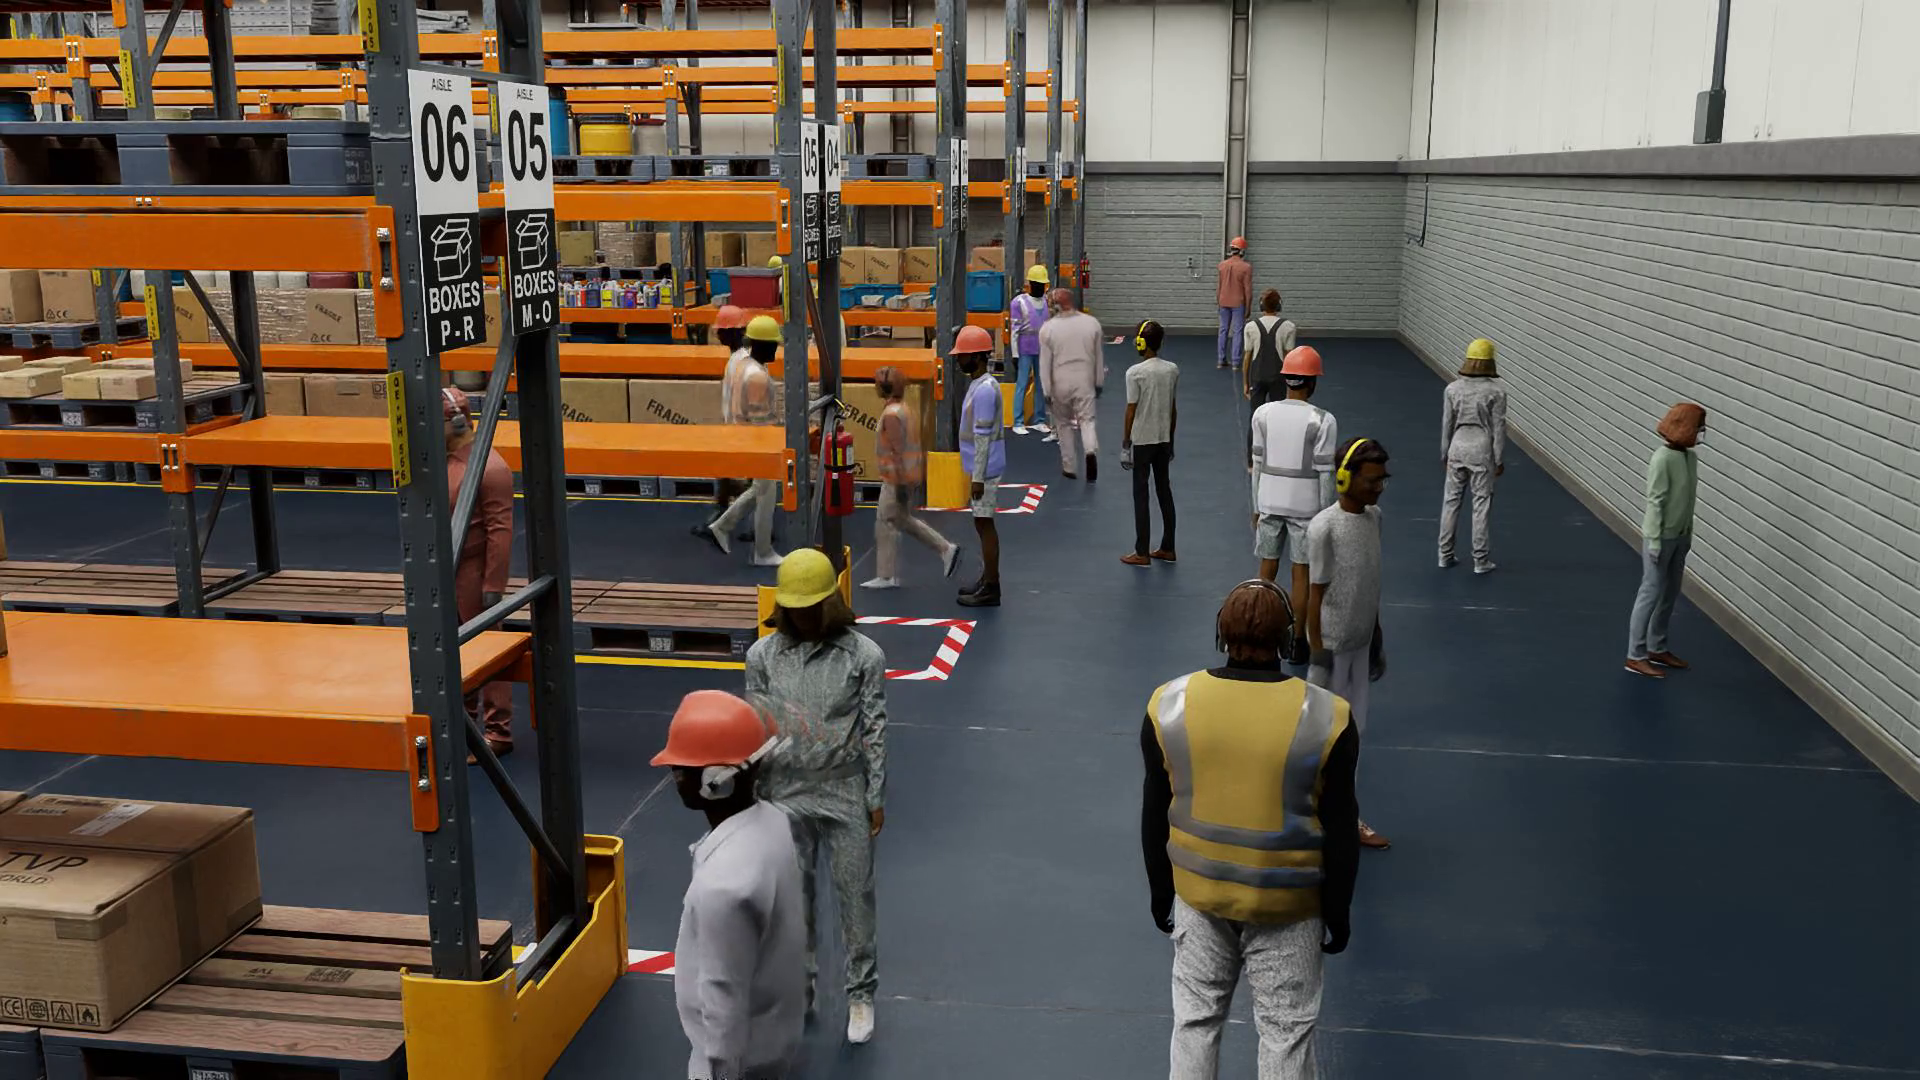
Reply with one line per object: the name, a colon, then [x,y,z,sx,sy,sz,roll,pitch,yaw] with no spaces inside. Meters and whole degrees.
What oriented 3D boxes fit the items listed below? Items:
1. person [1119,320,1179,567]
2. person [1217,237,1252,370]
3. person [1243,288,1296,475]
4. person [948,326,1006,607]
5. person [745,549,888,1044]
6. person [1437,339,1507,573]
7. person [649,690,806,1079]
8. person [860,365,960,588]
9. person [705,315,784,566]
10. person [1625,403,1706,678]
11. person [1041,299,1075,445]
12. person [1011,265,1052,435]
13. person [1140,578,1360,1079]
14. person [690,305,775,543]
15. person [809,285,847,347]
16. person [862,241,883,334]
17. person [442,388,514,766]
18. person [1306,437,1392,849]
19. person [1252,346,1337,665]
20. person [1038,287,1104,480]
person: [1.435,-0.726,12.578,0.503,1.861,0.326,-9,15,-34]
person: [4.153,-3.566,25.110,0.608,1.987,0.404,11,16,40]
person: [3.014,-1.531,16.253,0.504,1.839,0.350,4,13,18]
person: [0.118,-0.501,11.403,0.388,1.929,0.539,-1,13,-3]
person: [-0.491,0.868,5.661,0.490,1.731,0.324,2,13,7]
person: [3.839,-0.632,12.432,0.485,1.735,0.334,11,17,41]
person: [-0.567,1.211,4.082,0.369,1.735,0.592,1,13,4]
person: [-0.364,-0.440,11.848,0.643,1.616,0.525,1,13,5]
person: [-1.575,-0.730,12.467,0.567,1.907,0.602,-4,13,-19]
person: [4.200,-0.006,9.854,0.503,1.628,0.281,-11,17,-41]
person: [1.088,-1.859,18.202,0.315,1.631,0.523,-10,16,-37]
person: [0.853,-2.153,18.881,0.590,1.918,0.394,-7,14,-27]
person: [0.829,1.011,4.791,0.627,1.837,0.428,6,14,24]
person: [-1.867,-0.904,13.239,0.822,1.909,0.583,-1,13,-5]
person: [-1.376,-1.759,17.286,0.404,1.834,0.591,1,13,6]
person: [-1.452,-3.912,26.984,0.429,1.843,0.633,-7,14,-29]
person: [-2.515,0.181,8.379,0.639,1.902,0.407,11,16,40]
person: [1.673,0.474,7.168,0.524,1.857,0.348,-12,17,-43]
person: [2.022,-0.208,10.083,0.540,1.930,0.389,8,15,33]
person: [1.072,-1.478,15.924,0.673,1.873,0.703,-2,13,-9]
